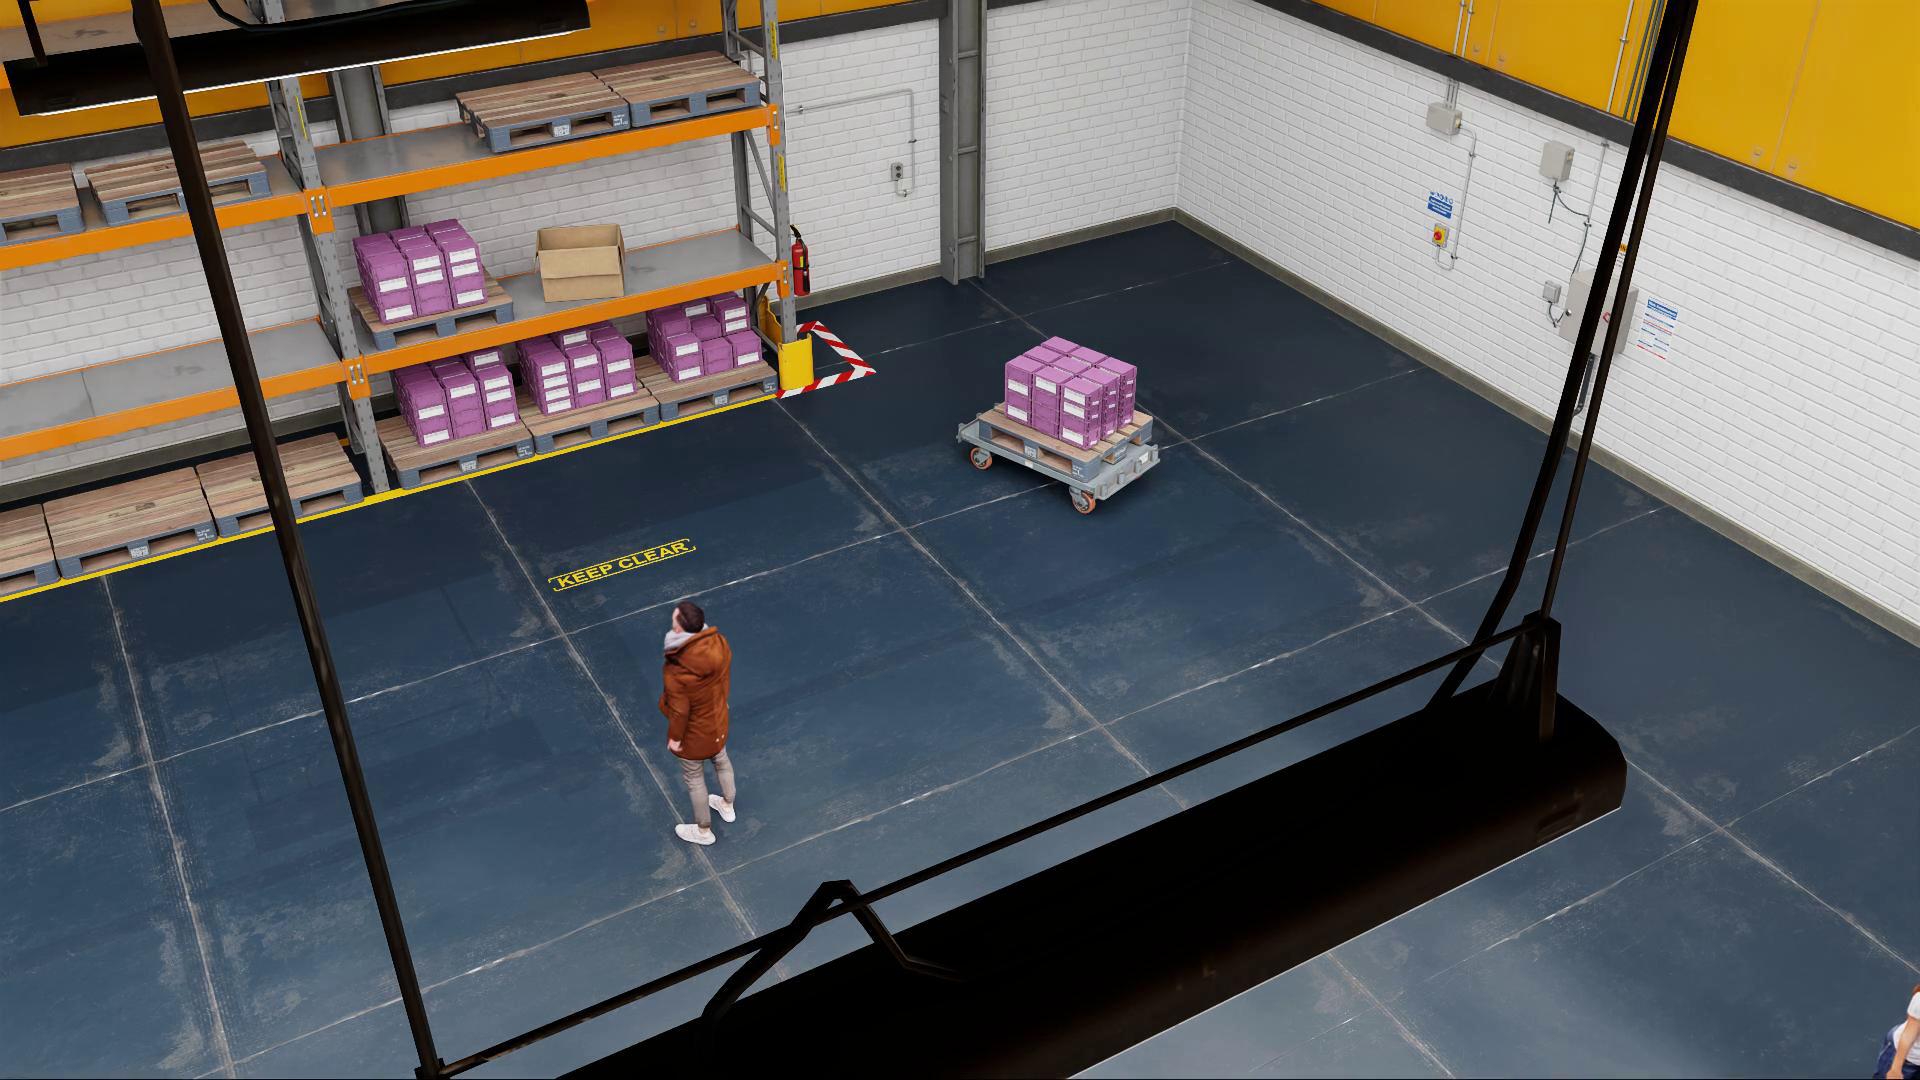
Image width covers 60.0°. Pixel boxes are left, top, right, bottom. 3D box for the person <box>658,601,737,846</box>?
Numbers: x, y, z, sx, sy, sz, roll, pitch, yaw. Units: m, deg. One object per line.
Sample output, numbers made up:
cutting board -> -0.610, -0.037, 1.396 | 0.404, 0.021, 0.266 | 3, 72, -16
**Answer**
person -> -1.660, 1.158, 10.634 | 0.899, 1.839, 0.808 | 19, 38, 27
